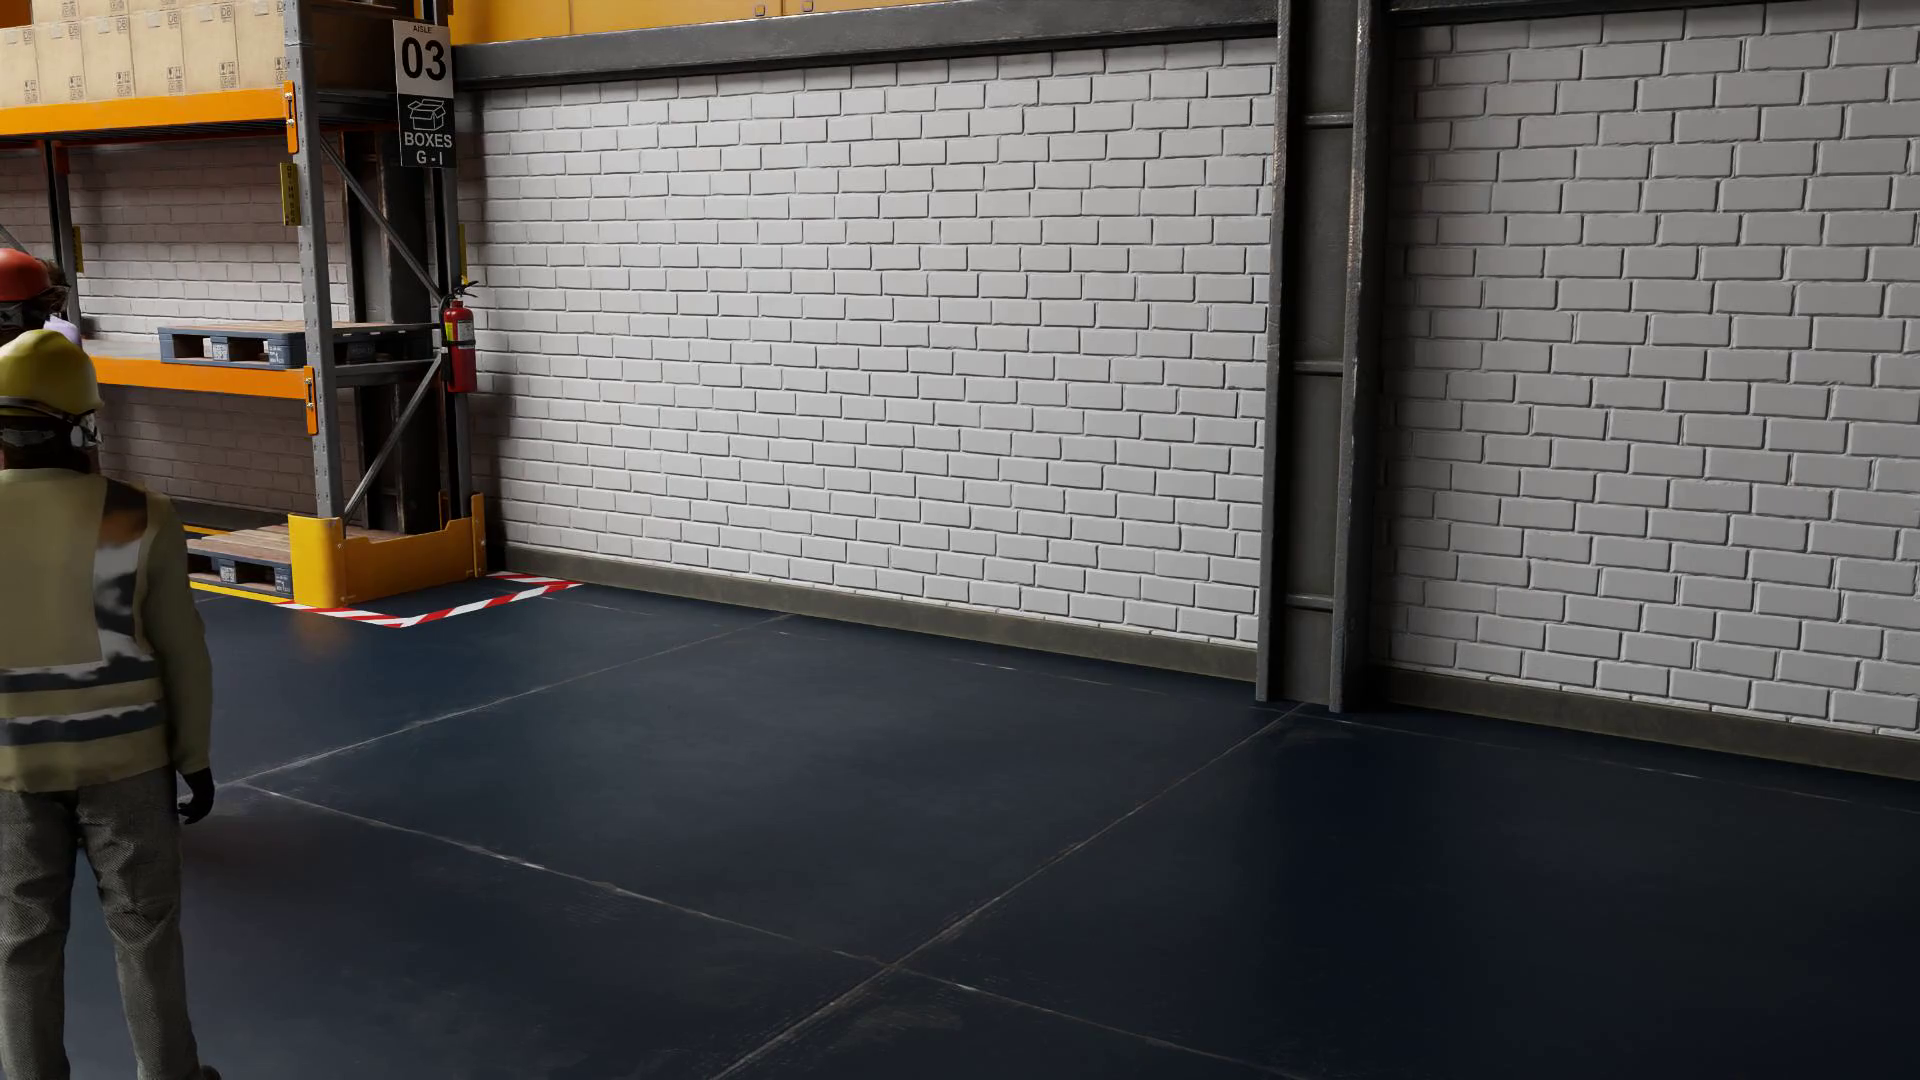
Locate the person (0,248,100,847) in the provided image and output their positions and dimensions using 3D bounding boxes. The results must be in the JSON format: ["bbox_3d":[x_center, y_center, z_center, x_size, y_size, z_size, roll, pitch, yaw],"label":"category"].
[{"bbox_3d":[-3.062,0.039,5.540,0.394,1.992,0.622,-4,11,-23],"label":"person"}]

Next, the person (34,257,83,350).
[{"bbox_3d":[-4.804,-0.515,8.790,0.631,1.931,0.357,6,12,28],"label":"person"}]

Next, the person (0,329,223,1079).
[{"bbox_3d":[-1.943,0.461,3.652,0.595,1.832,0.404,-2,11,-13],"label":"person"}]
